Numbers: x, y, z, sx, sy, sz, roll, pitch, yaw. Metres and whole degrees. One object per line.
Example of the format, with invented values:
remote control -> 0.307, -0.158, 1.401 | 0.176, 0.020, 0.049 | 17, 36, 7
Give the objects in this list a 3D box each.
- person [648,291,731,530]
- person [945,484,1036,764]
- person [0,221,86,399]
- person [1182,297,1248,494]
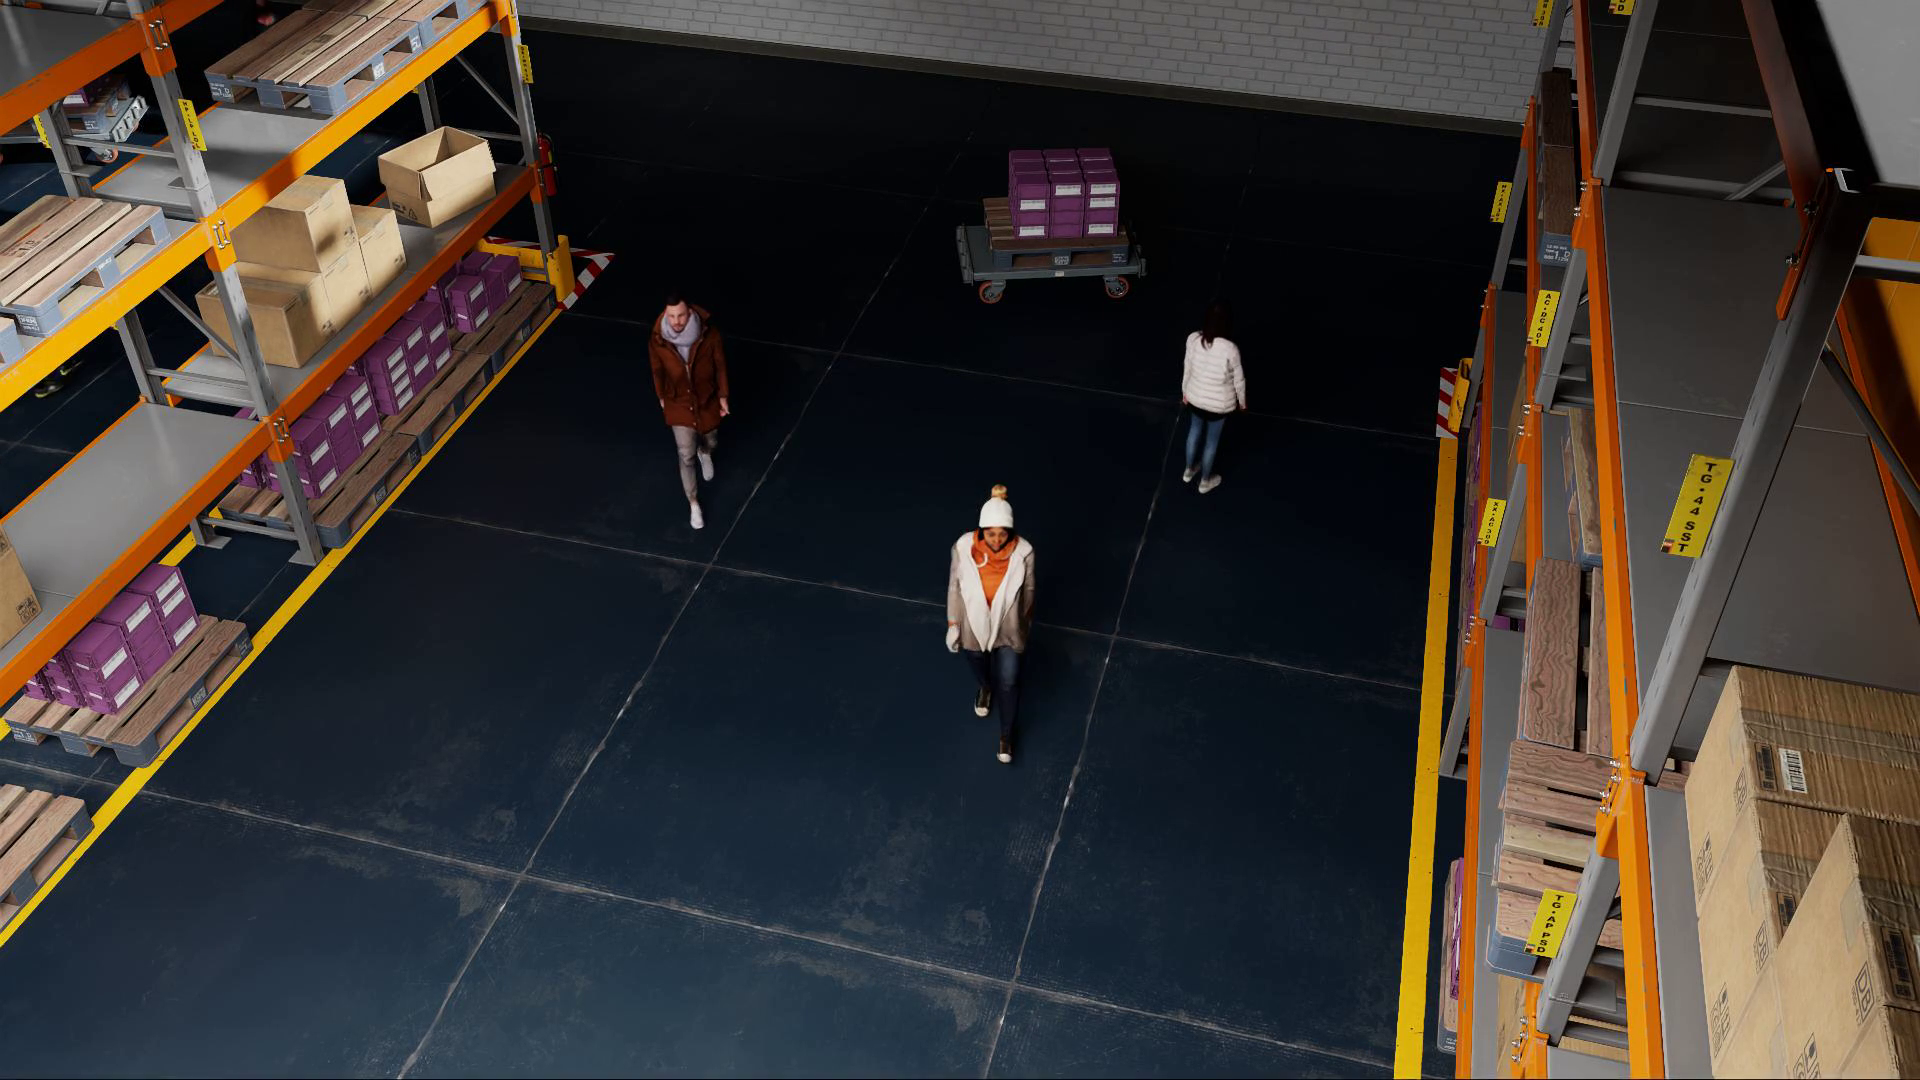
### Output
person -> -1.958, -1.045, 12.235 | 1.050, 1.806, 1.227 | -10, 40, -13
person -> 0.202, 0.395, 10.386 | 0.758, 1.862, 1.050 | 5, 39, 7
person -> -7.626, -1.842, 13.454 | 0.699, 1.530, 0.863 | 20, 43, 24
person -> 1.858, -1.052, 12.380 | 0.718, 1.635, 0.719 | 25, 45, 28
